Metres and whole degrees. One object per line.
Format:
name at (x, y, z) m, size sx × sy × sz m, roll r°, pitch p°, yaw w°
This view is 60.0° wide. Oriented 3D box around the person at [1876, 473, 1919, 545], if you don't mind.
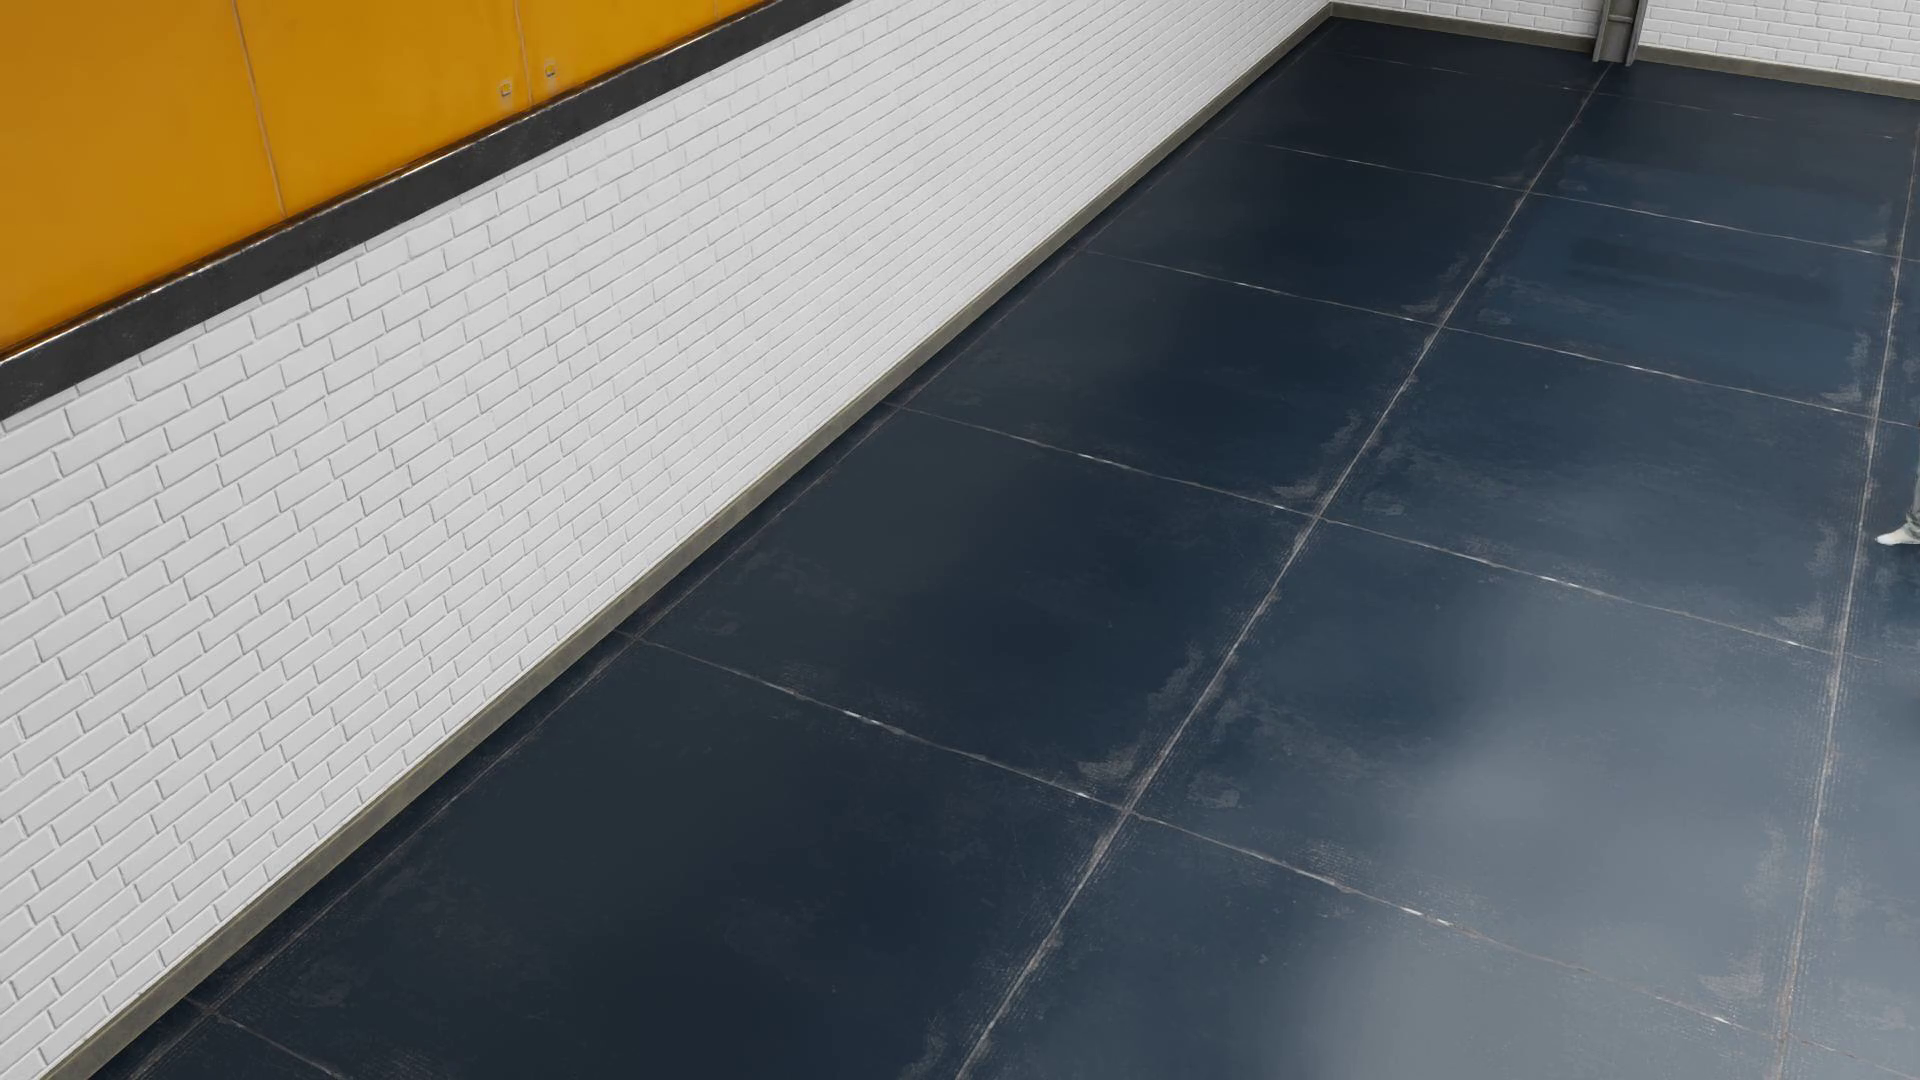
person at (5.877, -0.593, 9.558) m, size 0.503 × 1.717 × 0.684 m, roll -10°, pitch 35°, yaw -14°
